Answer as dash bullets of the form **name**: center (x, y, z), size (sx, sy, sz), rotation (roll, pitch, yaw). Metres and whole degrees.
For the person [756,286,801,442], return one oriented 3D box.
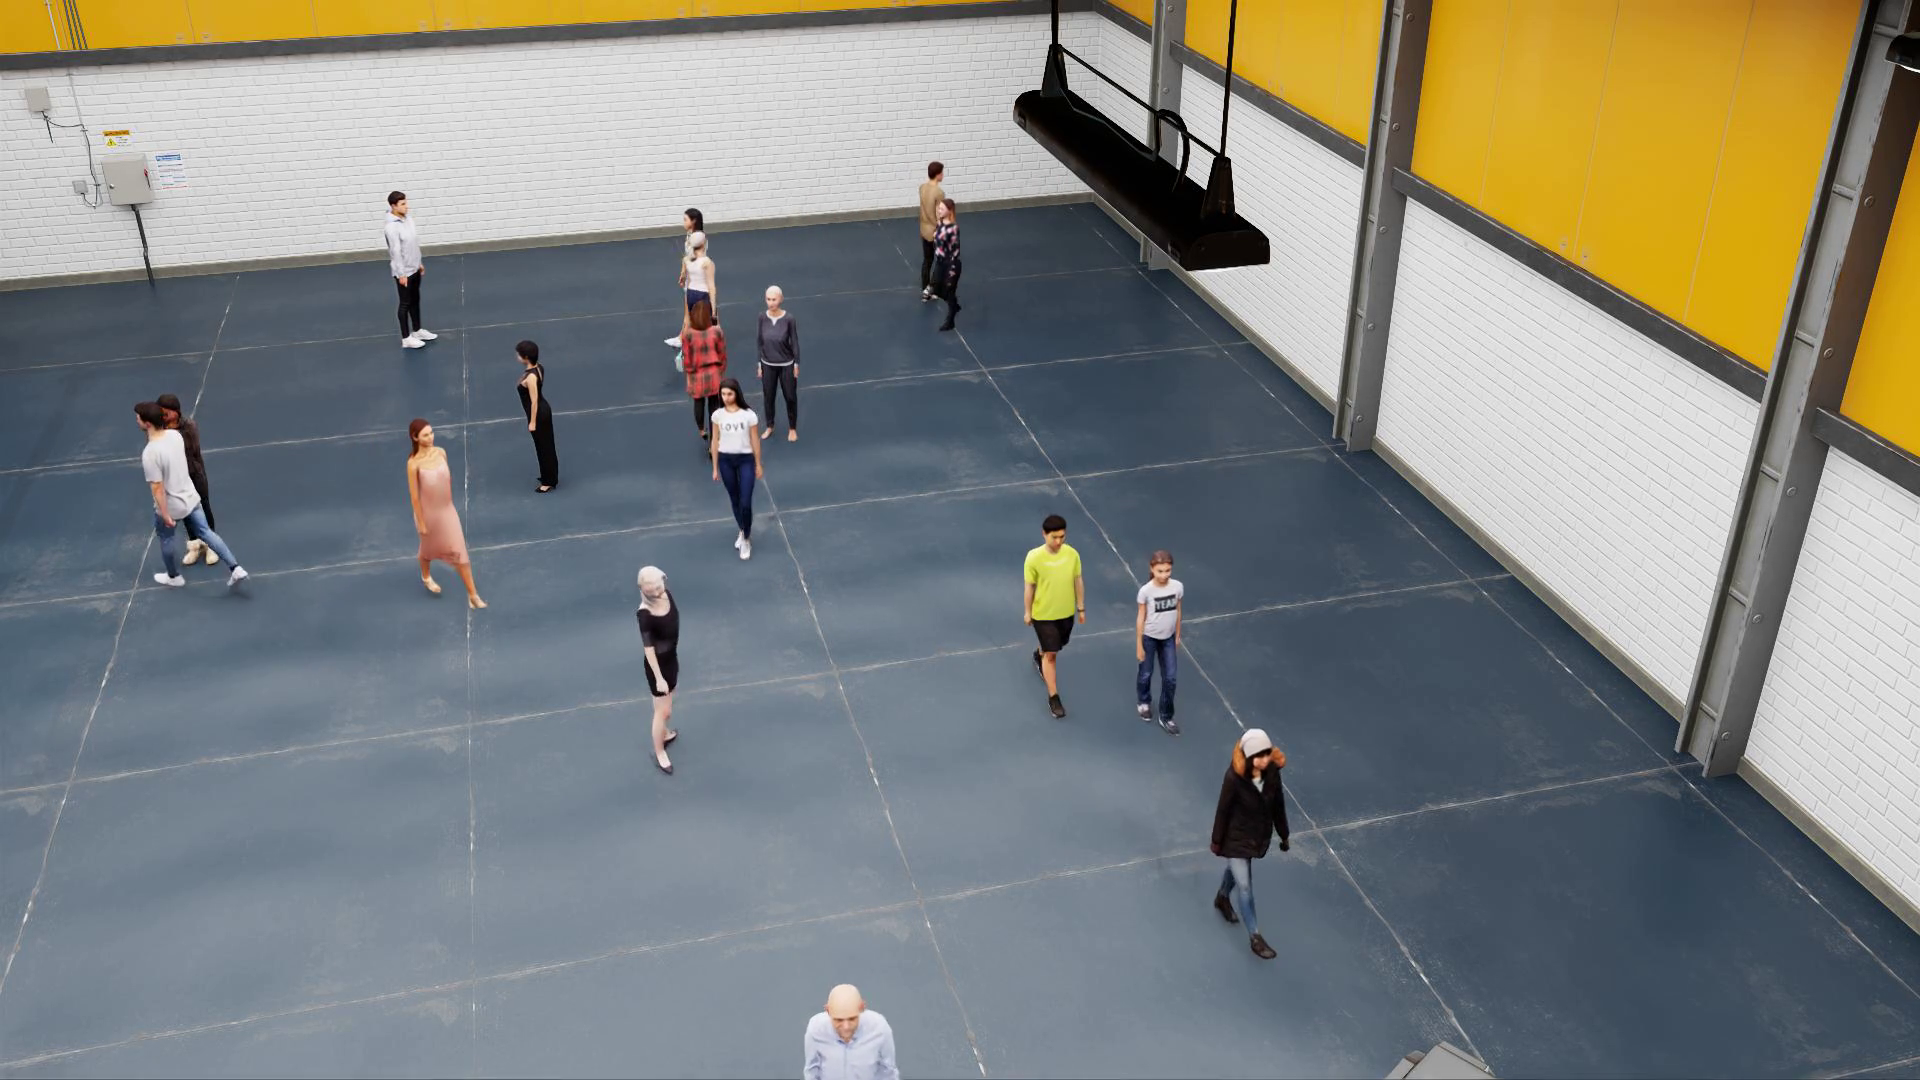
- **person**: center (-1.944, -1.908, 17.799), size (0.684, 1.726, 0.656), rotation (4, 29, 7)

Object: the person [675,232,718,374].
- **person**: center (-3.077, -2.715, 19.324), size (1.007, 1.682, 1.069), rotation (17, 33, 28)

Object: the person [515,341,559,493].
- **person**: center (-4.233, -1.256, 16.726), size (0.672, 1.608, 0.500), rotation (-2, 29, -4)

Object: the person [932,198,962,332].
- **person**: center (-0.083, -3.425, 20.636), size (0.767, 1.673, 0.709), rotation (-22, 35, -34)

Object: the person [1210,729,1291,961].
- **person**: center (1.838, 1.890, 10.960), size (0.785, 1.606, 1.032), rotation (-14, 32, -25)

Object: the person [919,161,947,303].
- **person**: center (-0.420, -3.935, 21.397), size (0.858, 1.838, 0.755), rotation (-24, 37, -37)

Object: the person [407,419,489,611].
- **person**: center (-4.685, -0.228, 14.664), size (1.203, 1.778, 1.044), rotation (21, 35, 34)

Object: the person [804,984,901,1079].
- **person**: center (-0.576, 2.966, 8.823), size (0.735, 1.764, 0.995), rotation (-4, 29, -7)

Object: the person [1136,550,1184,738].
- **person**: center (1.532, 0.733, 13.151), size (0.569, 1.541, 0.788), rotation (-6, 29, -10)

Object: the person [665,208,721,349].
- **person**: center (-3.094, -3.184, 20.159), size (0.813, 1.705, 0.996), rotation (-14, 32, -24)

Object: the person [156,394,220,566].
- **person**: center (-7.196, -0.604, 15.475), size (0.678, 1.662, 0.609), rotation (-7, 29, -13)

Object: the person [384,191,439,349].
- **person**: center (-6.715, -3.293, 20.129), size (0.812, 1.925, 0.682), rotation (5, 29, 9)

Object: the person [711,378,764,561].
- **person**: center (-2.063, -0.724, 15.594), size (0.755, 1.759, 0.847), rotation (4, 29, 7)

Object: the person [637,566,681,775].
- **person**: center (-2.269, 0.914, 12.543), size (0.900, 1.805, 0.698), rotation (0, 29, 0)

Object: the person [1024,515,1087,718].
- **person**: center (0.725, 0.520, 13.400), size (0.695, 1.676, 1.084), rotation (-11, 30, -19)

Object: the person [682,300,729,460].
- **person**: center (-2.641, -1.644, 17.366), size (0.711, 1.676, 0.951), rotation (-2, 29, -4)

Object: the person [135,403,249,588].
- **person**: center (-6.887, -0.345, 14.805), size (1.160, 1.848, 1.244), rotation (10, 30, 17)
